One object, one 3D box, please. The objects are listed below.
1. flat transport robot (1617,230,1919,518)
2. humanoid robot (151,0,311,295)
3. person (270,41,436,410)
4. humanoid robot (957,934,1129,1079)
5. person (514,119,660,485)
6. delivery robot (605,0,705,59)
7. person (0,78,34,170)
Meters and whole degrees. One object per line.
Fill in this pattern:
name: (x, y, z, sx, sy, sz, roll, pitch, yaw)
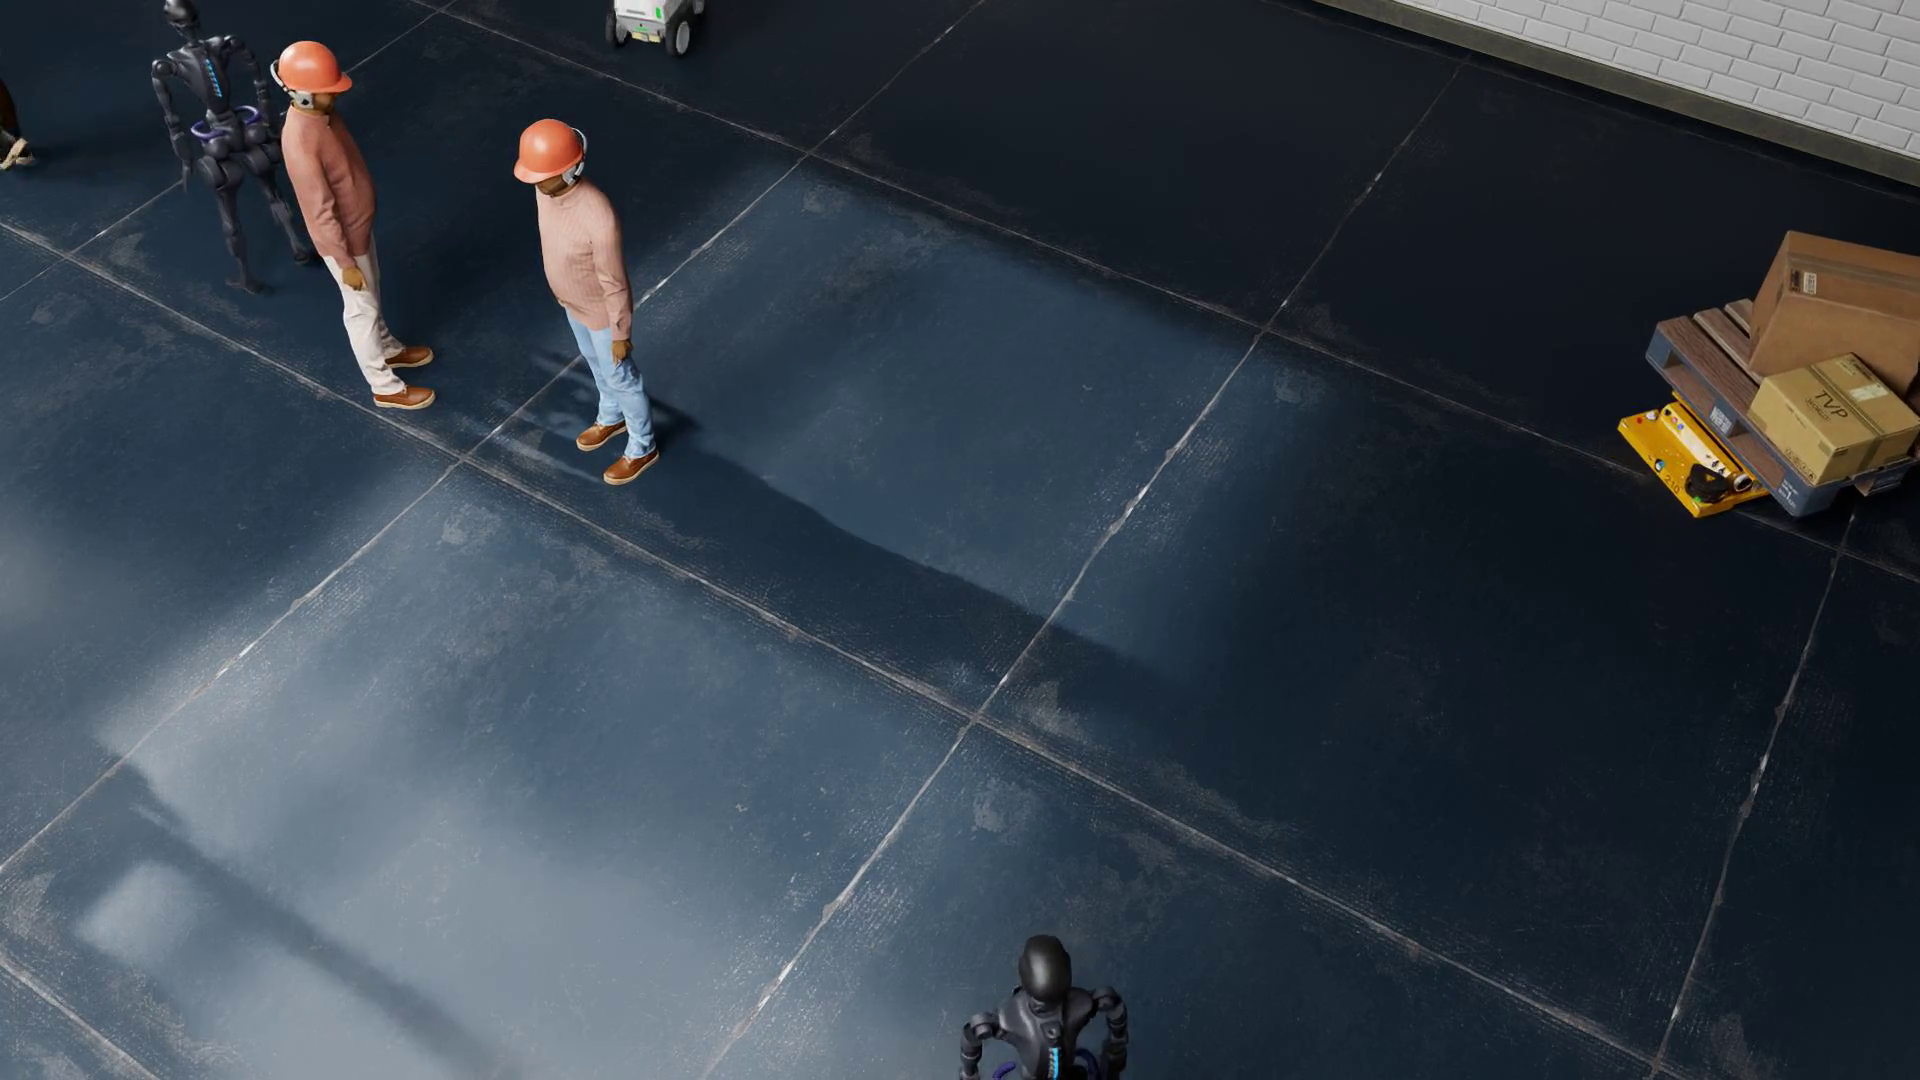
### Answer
flat transport robot: (4.101, -0.565, 8.309, 1.431, 0.231, 0.659, -15, 51, -13)
humanoid robot: (-3.804, -2.060, 8.684, 0.609, 1.637, 0.356, -35, 57, -27)
person: (-2.912, -1.493, 7.983, 0.404, 1.984, 0.610, -8, 49, -7)
humanoid robot: (0.297, 1.791, 5.325, 0.653, 1.637, 0.399, -11, 50, -10)
person: (-1.701, -1.087, 7.629, 0.402, 1.986, 0.610, -31, 56, -24)
delivery robot: (-1.938, -3.467, 10.668, 0.499, 0.612, 0.796, 12, 50, 11)
person: (-5.686, -2.948, 9.281, 0.451, 1.939, 0.653, 16, 51, 14)
